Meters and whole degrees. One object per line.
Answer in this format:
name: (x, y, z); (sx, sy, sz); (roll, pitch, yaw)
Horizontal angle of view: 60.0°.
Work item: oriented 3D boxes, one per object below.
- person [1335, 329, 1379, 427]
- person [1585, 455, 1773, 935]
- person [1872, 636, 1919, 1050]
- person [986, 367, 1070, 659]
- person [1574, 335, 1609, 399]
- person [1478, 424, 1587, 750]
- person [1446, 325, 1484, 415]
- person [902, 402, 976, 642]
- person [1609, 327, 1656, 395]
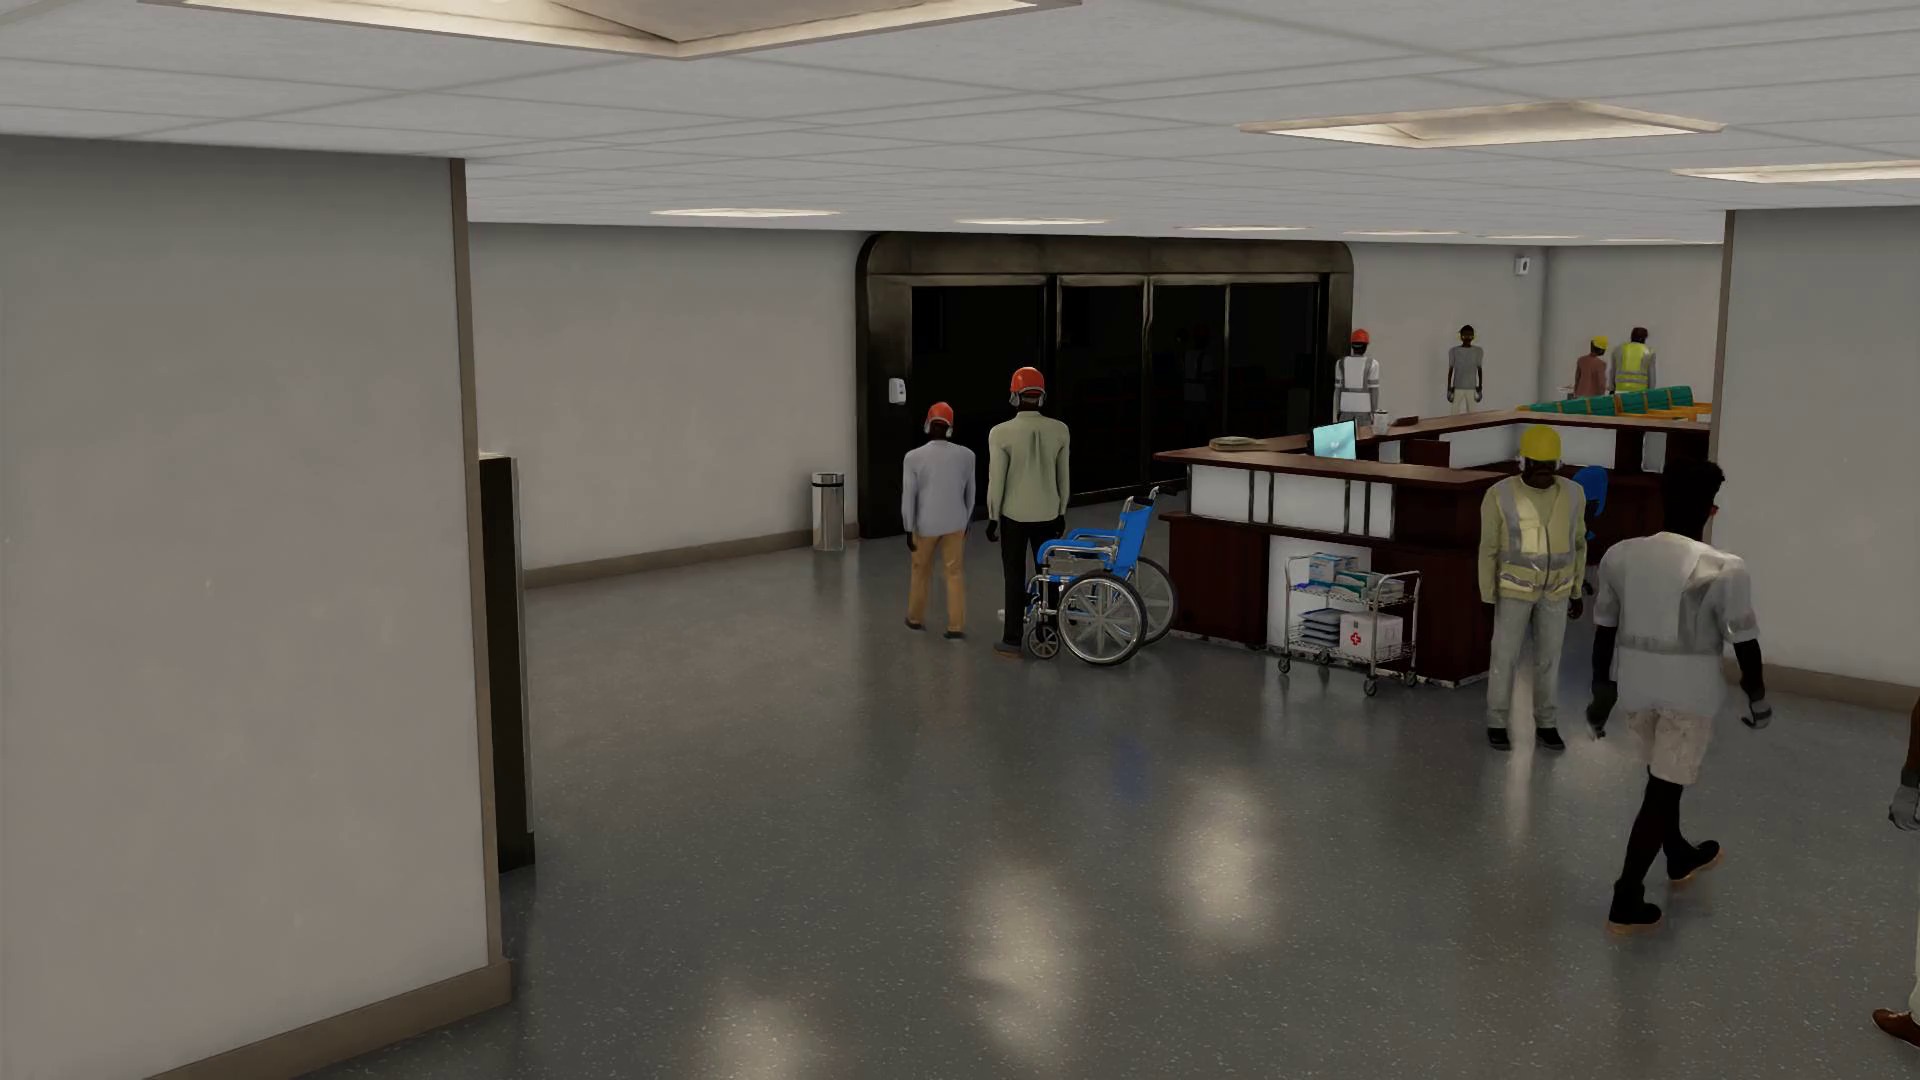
person: (4.867, -1.616, 20.368); (0.546, 1.928, 0.381); (6, 11, 32)
person: (2.973, 0.607, 6.781); (0.975, 1.909, 0.613); (-6, 11, -31)
person: (3.422, 0.822, 5.628); (0.510, 1.862, 0.324); (-1, 9, -5)
person: (0.460, -0.183, 11.371); (0.613, 1.994, 0.381); (-4, 10, -23)
person: (8.830, -2.015, 23.420); (0.466, 1.727, 0.553); (-4, 10, -25)
person: (3.154, 0.266, 9.170); (0.599, 1.822, 0.414); (0, 9, -3)
person: (7.290, -2.175, 24.024); (0.500, 1.860, 0.328); (1, 9, 8)
person: (-0.170, -0.142, 11.972); (0.583, 1.712, 0.758); (-3, 10, -19)
person: (9.739, -2.174, 24.110); (0.643, 1.828, 0.432); (6, 11, 32)
